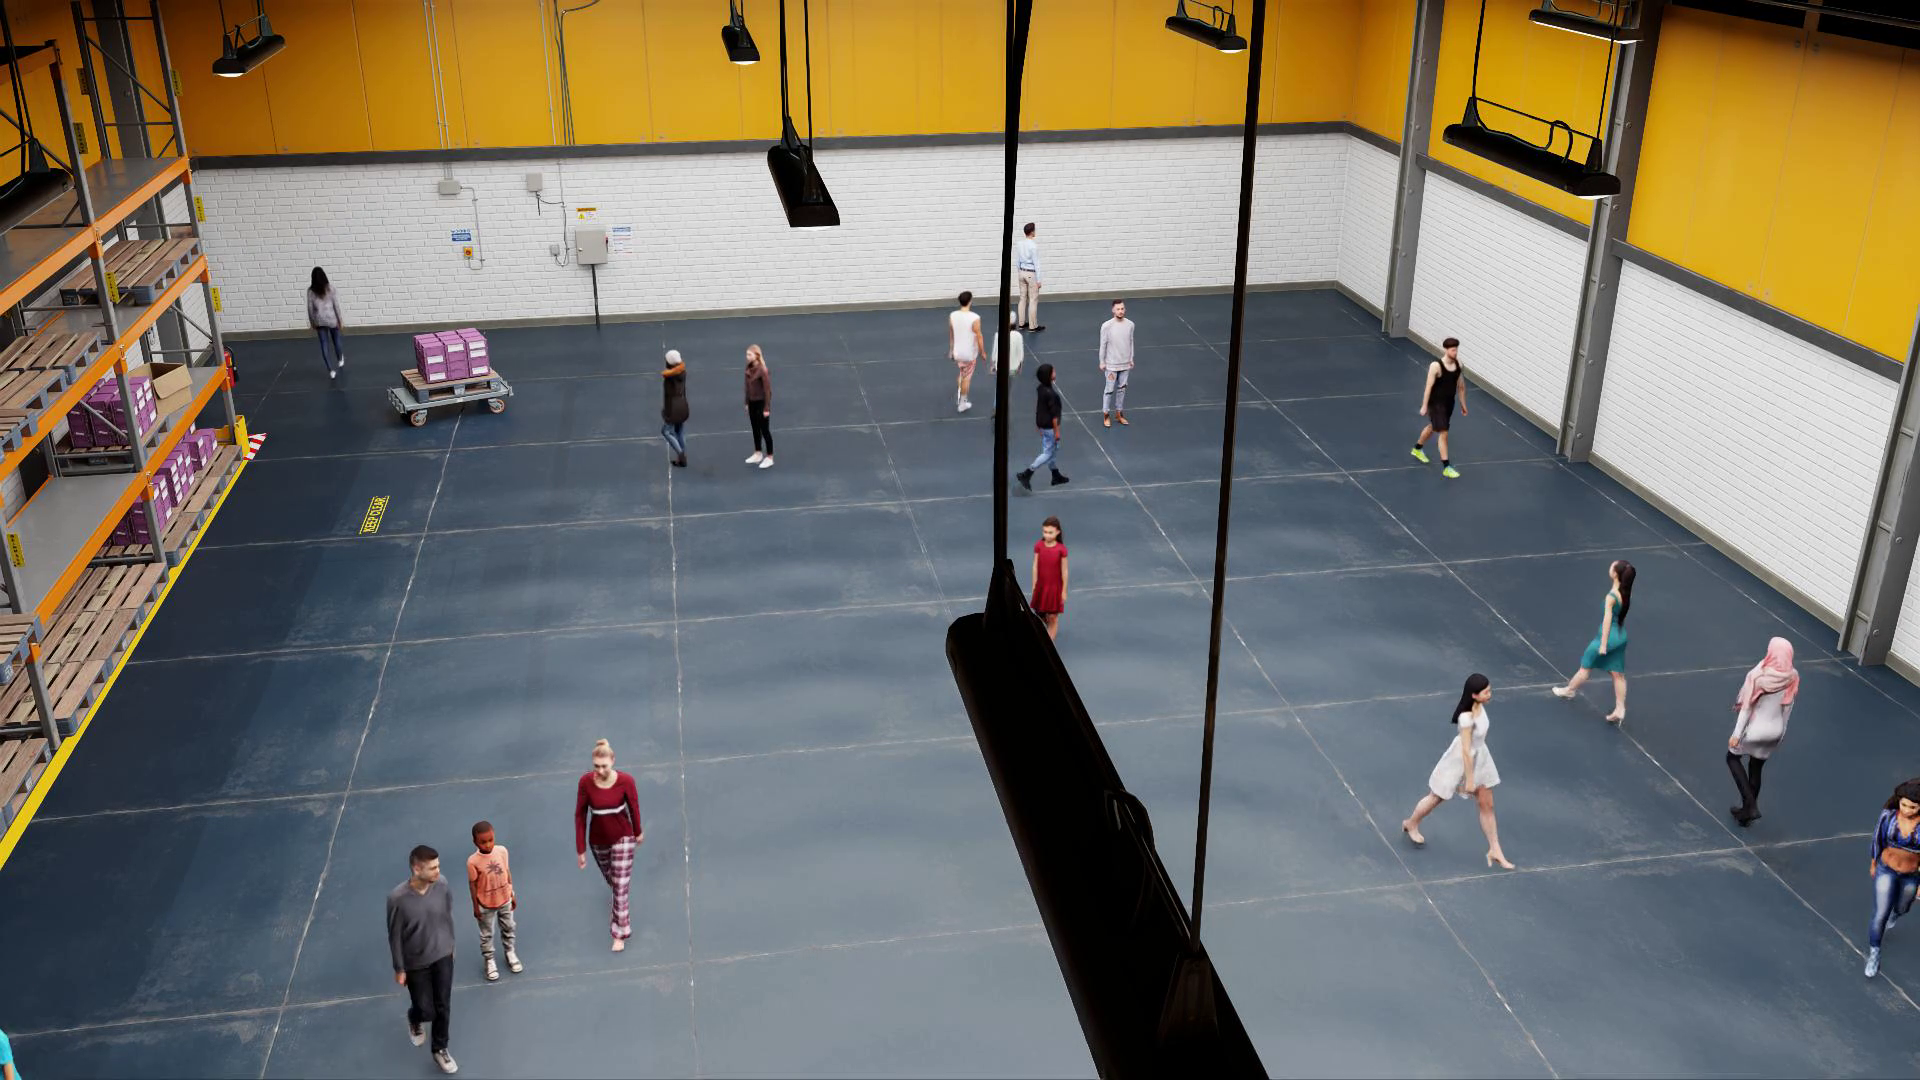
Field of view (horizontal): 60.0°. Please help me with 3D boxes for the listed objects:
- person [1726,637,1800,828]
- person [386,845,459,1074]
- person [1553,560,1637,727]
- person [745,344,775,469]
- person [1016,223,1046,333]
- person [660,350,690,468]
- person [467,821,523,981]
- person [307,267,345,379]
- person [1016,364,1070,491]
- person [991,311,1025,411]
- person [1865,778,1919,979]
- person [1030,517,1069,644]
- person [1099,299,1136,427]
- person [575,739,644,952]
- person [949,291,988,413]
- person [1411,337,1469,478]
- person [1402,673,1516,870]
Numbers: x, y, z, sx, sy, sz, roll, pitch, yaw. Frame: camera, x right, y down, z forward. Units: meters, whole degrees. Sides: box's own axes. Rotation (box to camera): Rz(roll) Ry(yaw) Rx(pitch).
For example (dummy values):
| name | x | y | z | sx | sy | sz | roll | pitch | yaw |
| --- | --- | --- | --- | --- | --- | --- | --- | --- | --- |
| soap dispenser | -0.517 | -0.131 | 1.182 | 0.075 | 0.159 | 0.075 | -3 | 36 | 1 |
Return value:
| name | x | y | z | sx | sy | sz | roll | pitch | yaw |
| --- | --- | --- | --- | --- | --- | --- | --- | --- | --- |
| person | 6.856 | 1.689 | 14.166 | 0.658 | 1.795 | 0.715 | -2 | 24 | -5 |
| person | -3.730 | 2.863 | 11.545 | 0.845 | 1.743 | 0.932 | -18 | 30 | -36 |
| person | 6.291 | 1.011 | 15.898 | 0.870 | 1.651 | 1.075 | -17 | 29 | -33 |
| person | -2.689 | -1.810 | 22.286 | 0.741 | 1.703 | 0.638 | -22 | 32 | -40 |
| person | 1.170 | -4.455 | 28.158 | 0.735 | 1.847 | 0.818 | 21 | 31 | 39 |
| person | -3.743 | -1.729 | 22.199 | 0.809 | 1.625 | 0.727 | 11 | 26 | 23 |
| person | -3.514 | 2.678 | 12.510 | 0.543 | 1.310 | 0.573 | -15 | 28 | -31 |
| person | -9.847 | -3.355 | 25.819 | 0.736 | 1.705 | 1.047 | -8 | 25 | -17 |
| person | 1.074 | -1.415 | 21.424 | 0.727 | 1.670 | 0.979 | -7 | 25 | -16 |
| person | 0.656 | -2.453 | 23.859 | 0.838 | 1.622 | 0.959 | 8 | 25 | 17 |
| person | 7.101 | 2.498 | 12.567 | 1.025 | 1.594 | 1.097 | 15 | 28 | 30 |
| person | 0.956 | 0.458 | 17.298 | 0.773 | 1.542 | 0.898 | 8 | 25 | 18 |
| person | 2.252 | -2.558 | 23.828 | 0.718 | 1.839 | 0.606 | -8 | 25 | -17 |
| person | -2.717 | 2.284 | 12.972 | 0.712 | 1.661 | 1.103 | -1 | 24 | -3 |
| person | 0.033 | -2.724 | 24.291 | 0.788 | 1.772 | 0.847 | 15 | 28 | 31 |
| person | 6.344 | -1.813 | 22.119 | 0.960 | 1.843 | 1.286 | -13 | 27 | -27 |
| person | 4.079 | 1.903 | 13.778 | 1.197 | 1.714 | 1.171 | 14 | 27 | 29 |
